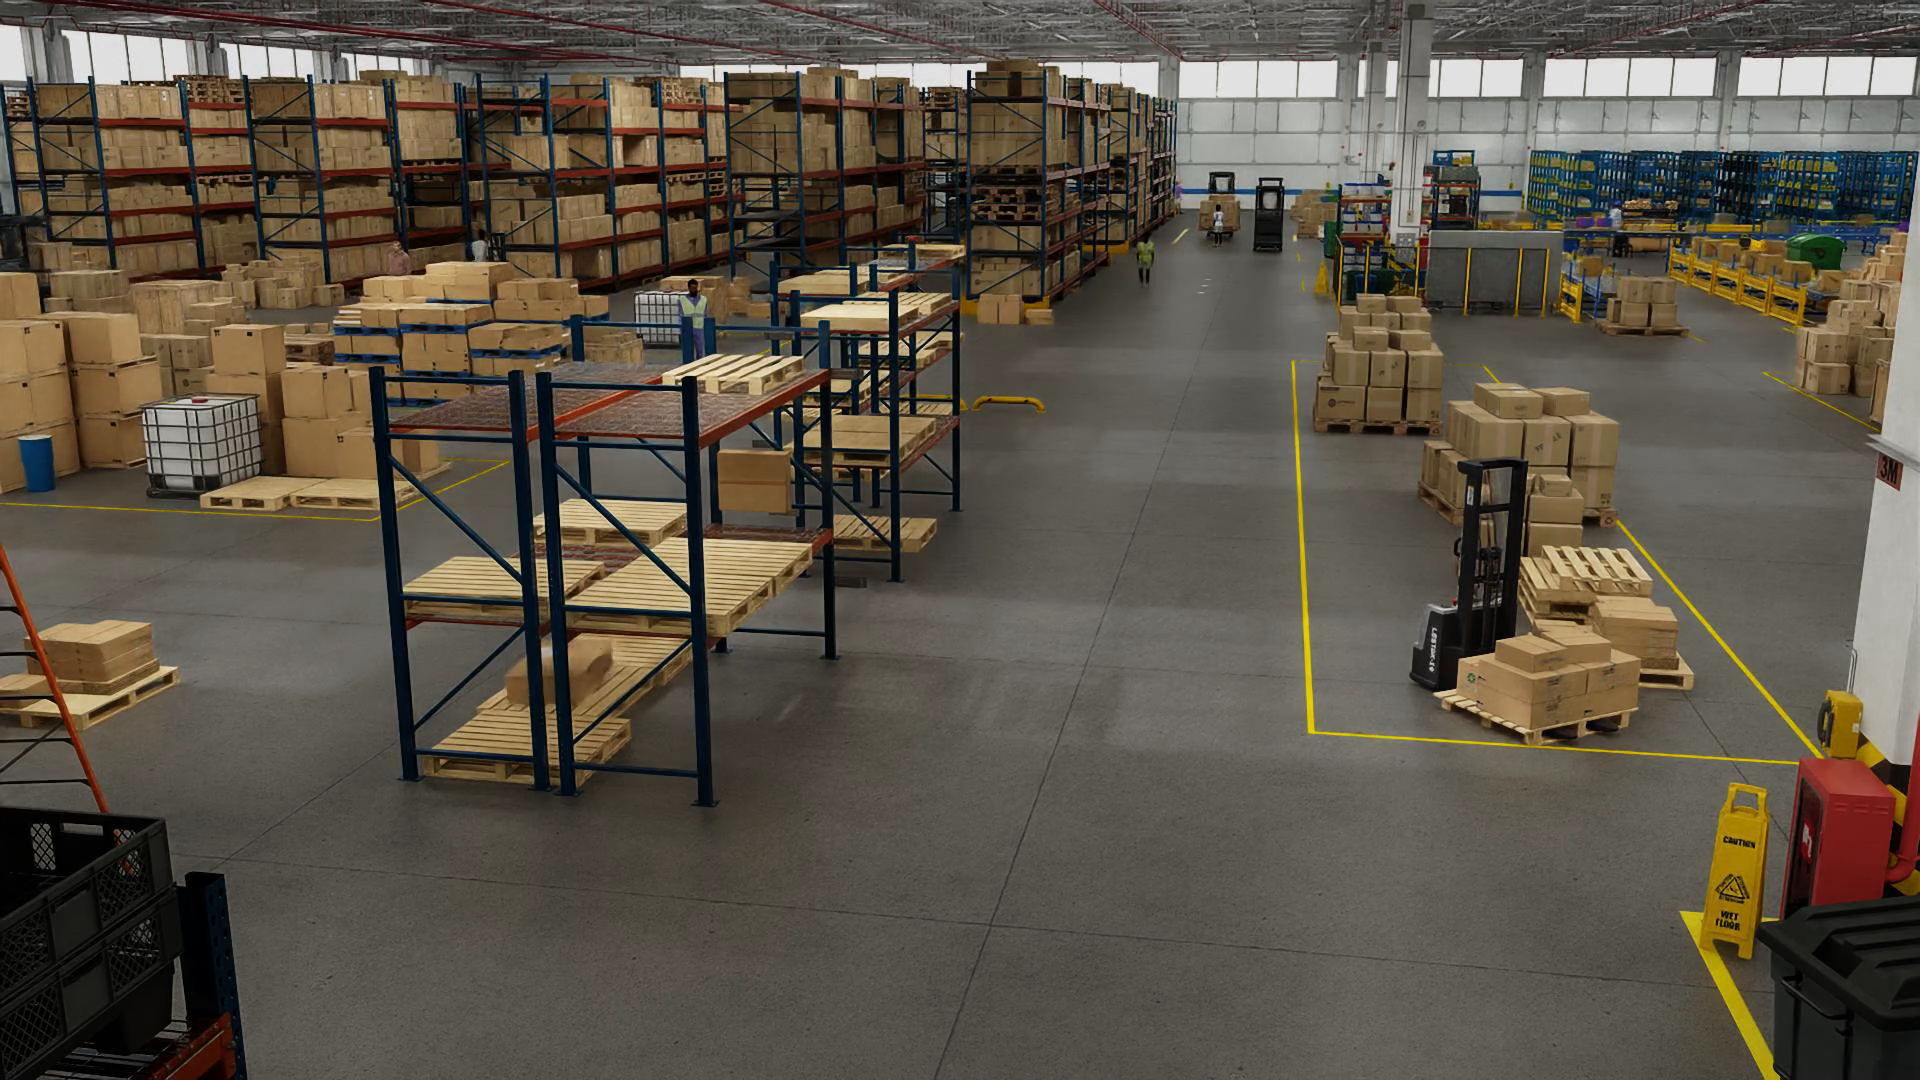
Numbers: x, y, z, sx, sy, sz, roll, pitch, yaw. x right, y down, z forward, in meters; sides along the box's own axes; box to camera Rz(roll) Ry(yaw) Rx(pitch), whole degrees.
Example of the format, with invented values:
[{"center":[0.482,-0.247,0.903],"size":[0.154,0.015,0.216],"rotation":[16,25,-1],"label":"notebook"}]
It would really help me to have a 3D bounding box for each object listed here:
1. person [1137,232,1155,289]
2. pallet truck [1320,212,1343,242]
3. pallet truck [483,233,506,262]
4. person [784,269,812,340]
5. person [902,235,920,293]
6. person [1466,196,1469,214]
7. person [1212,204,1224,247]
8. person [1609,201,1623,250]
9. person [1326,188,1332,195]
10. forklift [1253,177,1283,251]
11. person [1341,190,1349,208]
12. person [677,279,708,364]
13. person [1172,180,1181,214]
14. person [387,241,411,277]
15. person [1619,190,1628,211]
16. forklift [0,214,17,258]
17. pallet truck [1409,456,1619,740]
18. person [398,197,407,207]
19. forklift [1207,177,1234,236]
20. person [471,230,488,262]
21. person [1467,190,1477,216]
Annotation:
[{"center":[5.472,-8.240,49.125],"size":[0.546,1.661,0.815],"rotation":[3,14,11],"label":"person"},{"center":[15.874,-13.227,70.310],"size":[0.680,1.201,1.601],"rotation":[10,17,35],"label":"pallet truck"},{"center":[-11.832,-7.026,43.548],"size":[1.885,1.965,0.823],"rotation":[8,16,28],"label":"pallet truck"},{"center":[-3.663,-5.297,37.227],"size":[0.861,1.658,0.539],"rotation":[10,17,36],"label":"person"},{"center":[-1.294,-7.323,44.932],"size":[0.539,1.909,0.784],"rotation":[1,14,4],"label":"person"},{"center":[22.115,-14.207,73.041],"size":[0.590,1.833,0.404],"rotation":[5,15,18],"label":"person"},{"center":[10.403,-12.675,67.101],"size":[0.533,1.697,0.318],"rotation":[-11,18,-37],"label":"person"},{"center":[25.643,-12.281,65.010],"size":[0.538,1.936,0.634],"rotation":[-5,15,-21],"label":"person"},{"center":[19.096,-17.376,86.196],"size":[0.880,1.686,0.484],"rotation":[-3,14,-12],"label":"person"},{"center":[12.083,-12.747,64.956],"size":[1.129,2.768,1.873],"rotation":[3,14,10],"label":"forklift"},{"center":[19.072,-16.567,82.857],"size":[0.828,1.716,0.570],"rotation":[8,16,30],"label":"person"},{"center":[-5.007,-3.946,31.240],"size":[0.587,1.908,0.390],"rotation":[-7,16,-28],"label":"person"},{"center":[12.098,-19.249,93.383],"size":[0.594,1.900,0.430],"rotation":[-4,14,-15],"label":"person"},{"center":[-14.112,-6.553,41.826],"size":[0.676,1.905,0.405],"rotation":[4,14,14],"label":"person"},{"center":[33.679,-17.036,84.545],"size":[0.404,1.824,0.586],"rotation":[-2,14,-9],"label":"person"},{"center":[-20.877,-5.646,36.125],"size":[1.873,2.768,1.129],"rotation":[2,14,10],"label":"forklift"},{"center":[4.504,0.400,13.395],"size":[0.823,1.965,1.885],"rotation":[-6,15,-23],"label":"pallet truck"},{"center":[-23.750,-13.813,71.462],"size":[0.653,1.821,0.584],"rotation":[7,16,27],"label":"person"},{"center":[11.658,-14.998,74.096],"size":[1.129,2.768,1.873],"rotation":[3,14,10],"label":"forklift"},{"center":[-13.357,-7.708,46.516],"size":[0.612,1.915,1.002],"rotation":[1,14,5],"label":"person"},{"center":[24.313,-15.704,79.028],"size":[0.650,1.885,0.775],"rotation":[-8,16,-28],"label":"person"}]
